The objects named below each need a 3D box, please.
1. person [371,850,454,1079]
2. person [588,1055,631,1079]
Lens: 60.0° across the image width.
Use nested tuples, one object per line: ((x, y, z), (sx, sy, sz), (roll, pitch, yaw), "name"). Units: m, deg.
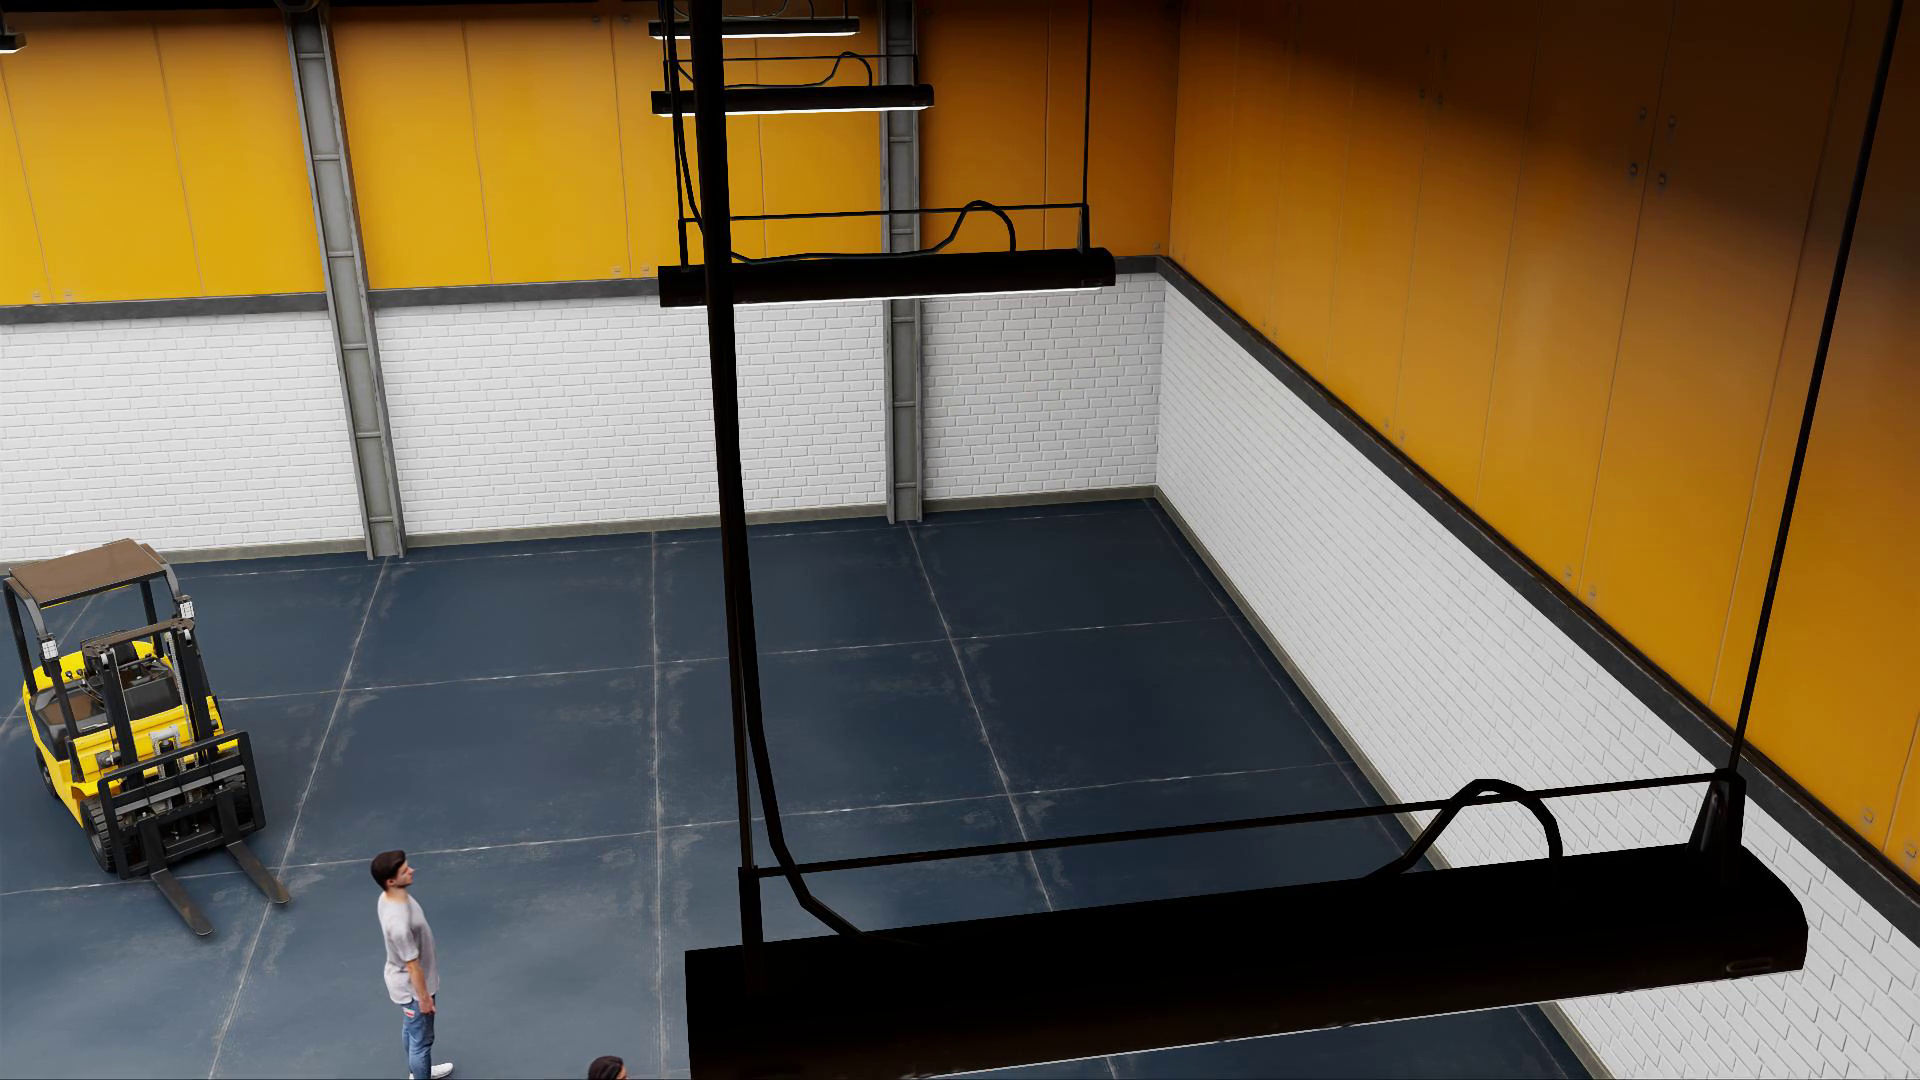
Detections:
((-3.525, 2.805, 10.689), (0.668, 1.890, 0.729), (-11, 26, -23), "person")
((-1.864, 3.549, 9.085), (0.533, 1.811, 0.635), (-3, 24, -6), "person")
